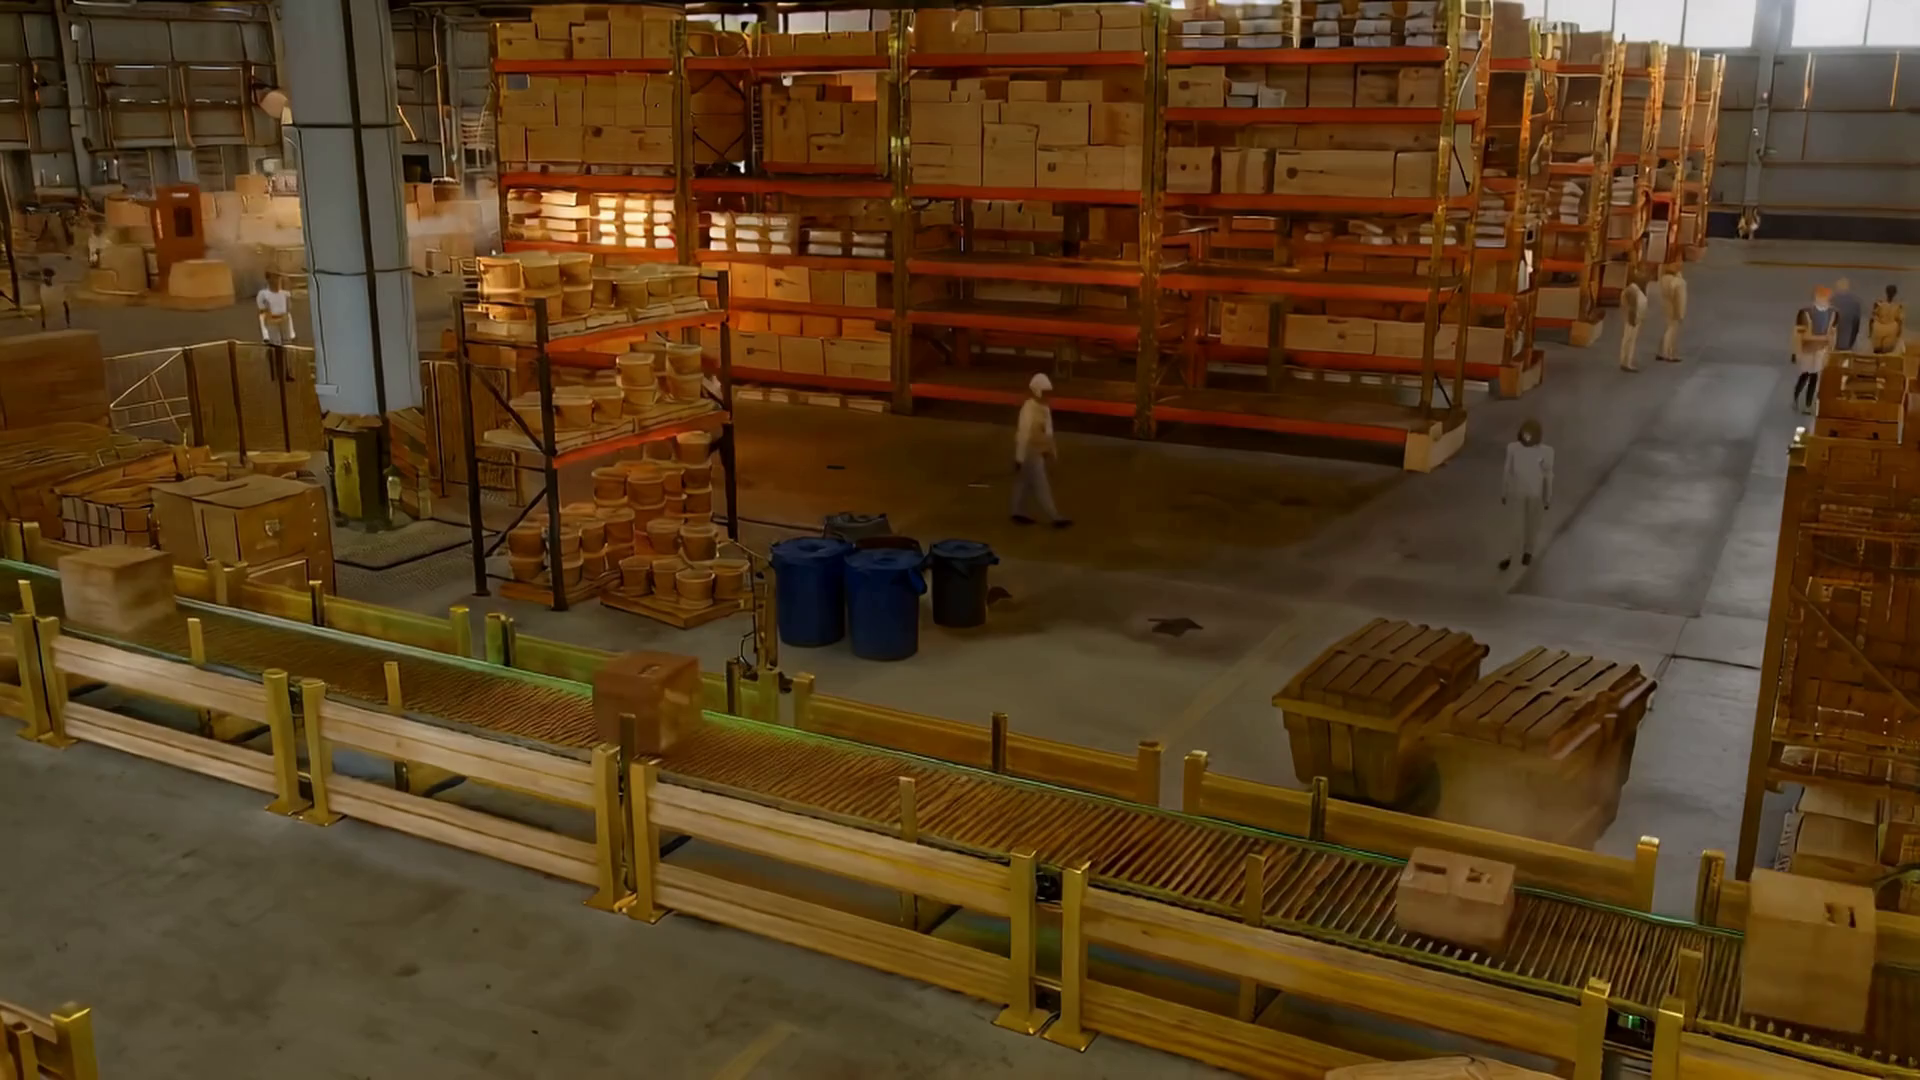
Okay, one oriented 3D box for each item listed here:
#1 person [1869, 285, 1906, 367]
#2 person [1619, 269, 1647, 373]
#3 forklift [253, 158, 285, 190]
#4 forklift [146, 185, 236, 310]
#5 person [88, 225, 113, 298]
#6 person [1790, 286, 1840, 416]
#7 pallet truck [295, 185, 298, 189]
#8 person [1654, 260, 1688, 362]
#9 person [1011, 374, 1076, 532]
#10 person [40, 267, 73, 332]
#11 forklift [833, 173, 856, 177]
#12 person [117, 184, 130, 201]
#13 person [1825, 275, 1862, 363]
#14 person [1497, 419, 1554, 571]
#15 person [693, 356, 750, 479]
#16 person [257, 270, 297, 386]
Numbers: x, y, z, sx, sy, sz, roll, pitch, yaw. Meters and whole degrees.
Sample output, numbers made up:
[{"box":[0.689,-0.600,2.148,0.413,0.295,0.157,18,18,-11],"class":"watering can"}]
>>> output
[{"box":[16.118,-3.601,28.946,0.532,1.666,0.641,6,16,20],"class":"person"},{"box":[12.114,-3.945,29.919,0.429,1.842,0.633,4,15,16],"class":"person"},{"box":[-23.585,-11.676,56.994,1.873,2.768,1.129,8,17,28],"class":"forklift"},{"box":[-18.132,-6.879,38.959,1.873,2.768,1.129,8,17,28],"class":"forklift"},{"box":[-20.881,-6.767,40.565,1.005,1.834,0.594,7,16,25],"class":"person"},{"box":[13.208,-2.914,25.700,0.603,2.021,0.455,2,15,6],"class":"person"},{"box":[-26.804,-14.617,69.738,1.885,1.965,0.823,-14,20,-42],"class":"pallet truck"},{"box":[13.313,-4.273,31.051,0.400,1.901,0.645,-6,16,-21],"class":"person"},{"box":[0.955,-0.991,18.905,0.903,1.786,0.636,6,16,23],"class":"person"},{"box":[-16.442,-4.041,30.268,0.529,1.856,0.442,3,15,13],"class":"person"},{"box":[-4.342,-13.262,62.955,1.129,2.768,1.873,8,17,28],"class":"forklift"},{"box":[-28.843,-11.340,57.534,0.364,1.939,0.542,2,15,7],"class":"person"},{"box":[15.011,-3.577,28.436,0.671,1.889,0.472,6,16,22],"class":"person"},{"box":[5.868,-0.458,17.274,0.519,1.590,0.826,9,17,31],"class":"person"},{"box":[-3.125,-1.501,21.085,0.859,1.646,0.550,5,16,19],"class":"person"},{"box":[-11.737,-3.655,28.589,0.369,1.967,0.601,13,20,41],"class":"person"}]
